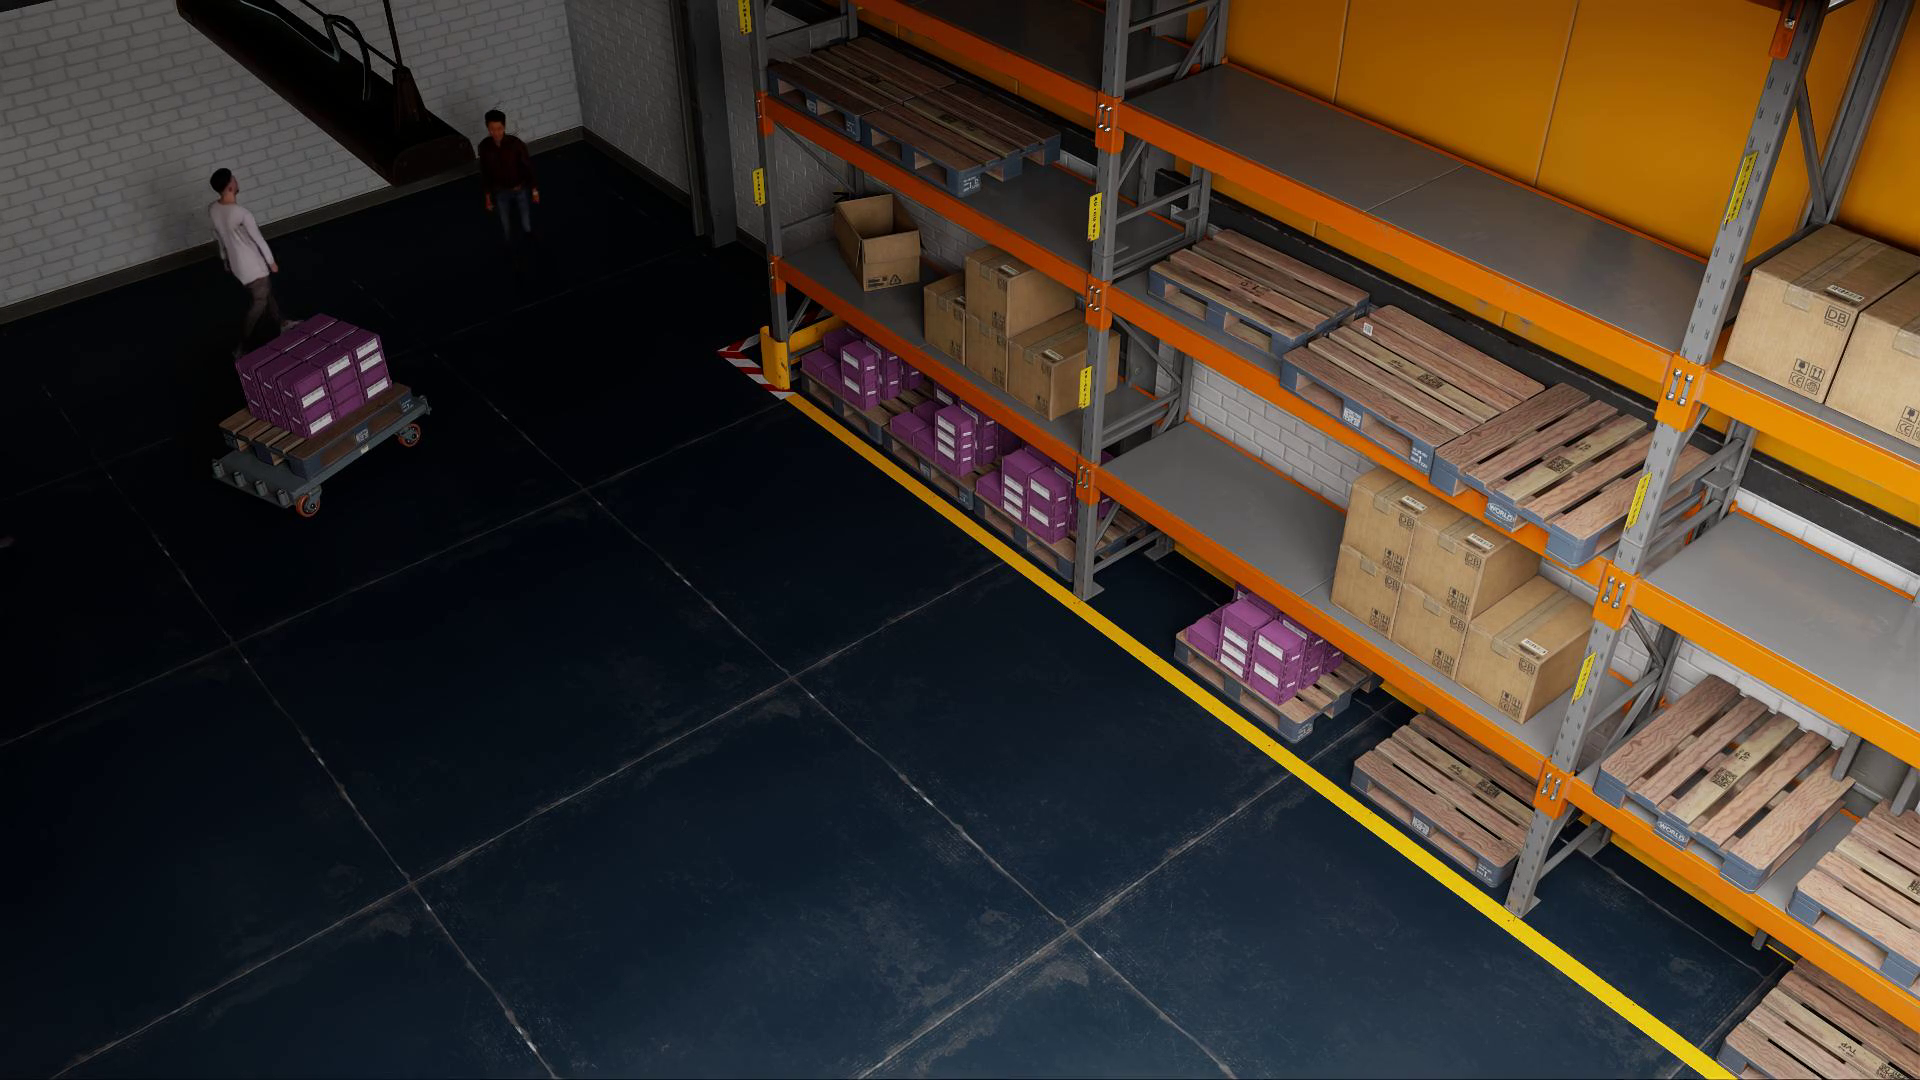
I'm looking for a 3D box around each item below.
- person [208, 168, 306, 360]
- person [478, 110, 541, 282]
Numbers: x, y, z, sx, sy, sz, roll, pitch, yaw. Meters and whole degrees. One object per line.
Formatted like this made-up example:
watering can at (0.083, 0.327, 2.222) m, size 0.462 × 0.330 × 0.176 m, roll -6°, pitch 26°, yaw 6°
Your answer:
person at (-6.515, -2.480, 15.130) m, size 1.181 × 1.809 × 1.017 m, roll 20°, pitch 43°, yaw 23°
person at (-4.419, -3.452, 16.390) m, size 0.964 × 1.755 × 1.073 m, roll -1°, pitch 39°, yaw -2°
